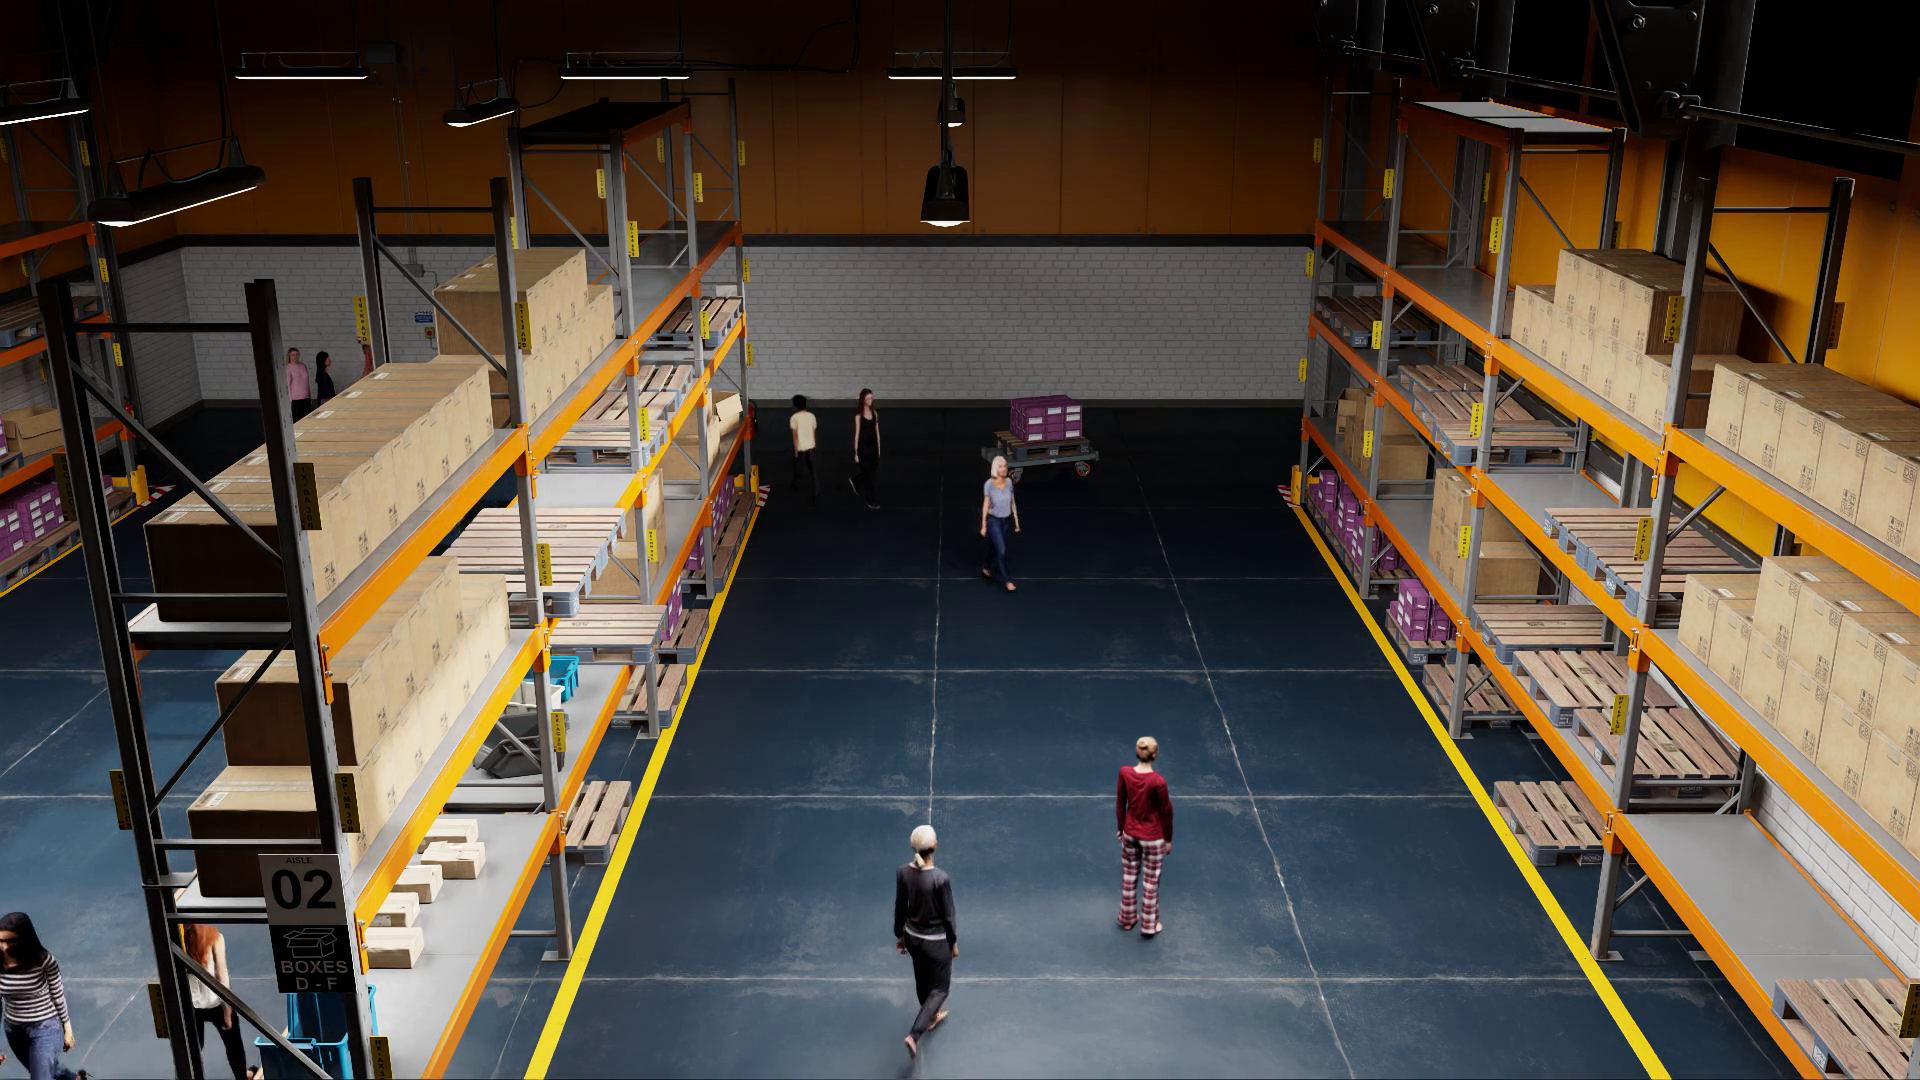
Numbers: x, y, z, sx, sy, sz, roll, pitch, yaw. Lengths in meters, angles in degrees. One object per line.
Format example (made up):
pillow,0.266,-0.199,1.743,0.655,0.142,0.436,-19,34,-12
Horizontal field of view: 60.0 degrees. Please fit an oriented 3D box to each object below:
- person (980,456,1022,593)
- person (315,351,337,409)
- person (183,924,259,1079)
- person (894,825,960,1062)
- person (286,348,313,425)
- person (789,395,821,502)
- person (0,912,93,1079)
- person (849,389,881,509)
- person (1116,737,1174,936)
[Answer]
person,0.436,-0.225,20.752,1.001,1.679,1.176,-12,22,-32
person,-10.036,-2.131,26.331,0.733,1.732,0.607,-10,21,-27
person,-4.989,3.100,10.863,0.561,1.689,1.026,0,19,0
person,-0.256,2.820,11.667,0.908,1.707,1.072,10,21,27
person,-10.686,-2.283,26.850,0.745,1.687,0.654,12,22,33
person,-2.226,-1.294,24.152,0.897,1.536,1.113,-9,20,-24
person,-5.868,3.144,10.623,0.690,1.759,1.150,-2,19,-6
person,-1.398,-1.332,23.966,0.989,1.727,1.083,-15,24,-38
person,1.452,2.318,13.169,0.691,1.699,0.698,12,22,31
